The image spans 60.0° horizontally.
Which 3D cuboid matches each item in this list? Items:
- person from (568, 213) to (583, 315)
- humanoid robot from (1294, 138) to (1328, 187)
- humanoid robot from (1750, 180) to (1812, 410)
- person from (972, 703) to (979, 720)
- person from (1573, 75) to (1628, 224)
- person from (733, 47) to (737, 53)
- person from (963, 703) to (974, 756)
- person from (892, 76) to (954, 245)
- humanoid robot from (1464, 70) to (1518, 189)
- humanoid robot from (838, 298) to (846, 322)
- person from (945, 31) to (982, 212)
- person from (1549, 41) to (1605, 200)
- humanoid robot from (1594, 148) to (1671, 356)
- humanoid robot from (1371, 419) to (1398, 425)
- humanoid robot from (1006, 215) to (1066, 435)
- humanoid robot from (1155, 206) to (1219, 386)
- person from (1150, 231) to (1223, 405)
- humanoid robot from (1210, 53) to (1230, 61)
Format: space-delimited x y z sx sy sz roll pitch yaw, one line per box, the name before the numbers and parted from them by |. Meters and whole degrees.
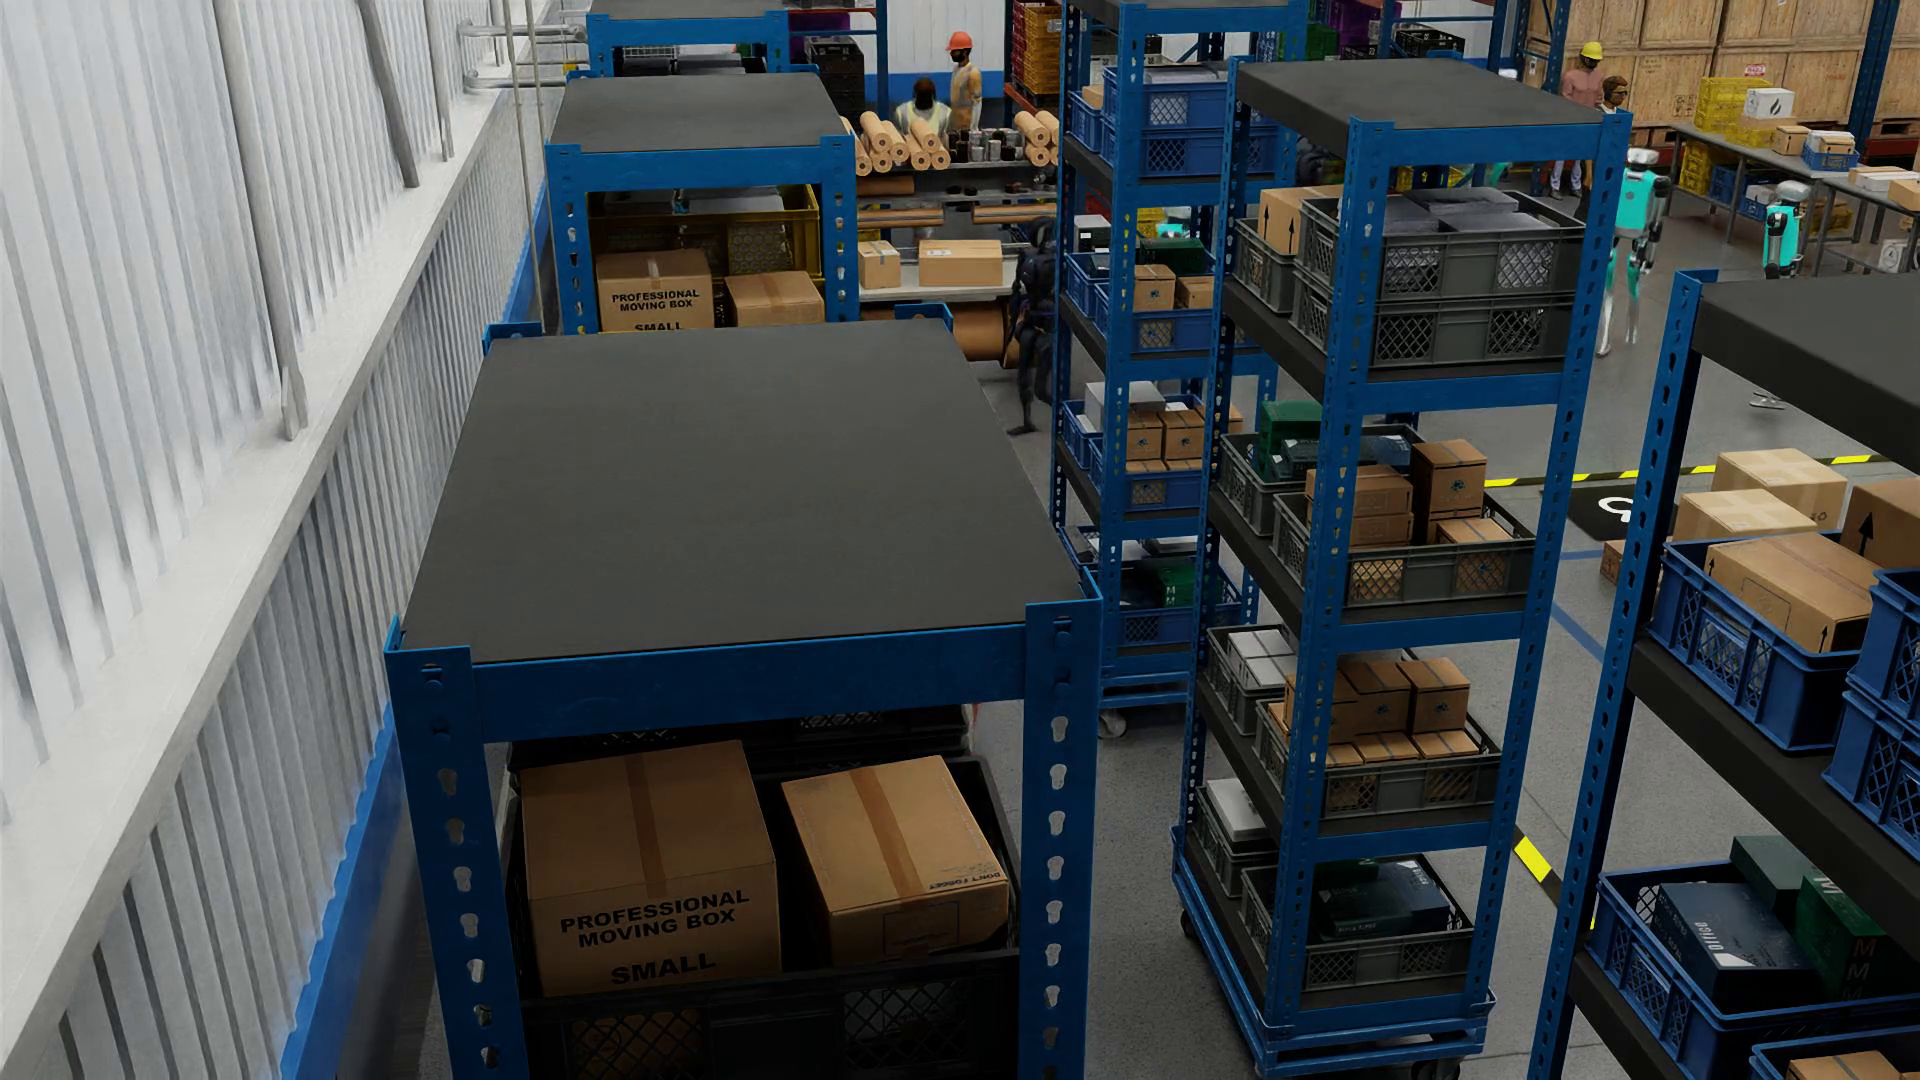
person | -2.734 -1.878 12.486 0.332 1.858 0.510 22 33 40
humanoid robot | 3.016 -2.896 14.913 0.470 1.648 0.620 -3 25 -7
humanoid robot | 6.204 -1.771 12.231 0.735 1.677 0.533 16 29 31
person | -0.025 0.147 8.029 0.585 1.902 0.461 -1 25 -2
person | 6.253 -3.619 16.297 0.338 1.838 0.506 22 32 39
person | -2.170 -4.182 17.349 0.727 1.976 0.685 7 26 15
person | -0.083 0.285 7.810 0.407 1.832 0.569 -11 27 -23
person | -0.371 -3.696 16.489 0.624 1.812 0.816 0 25 1
humanoid robot | 5.462 -3.988 17.298 0.541 1.847 0.806 -2 25 -5
humanoid robot | -0.884 -1.047 10.922 0.714 1.629 0.608 -23 33 -40
person | 0.022 -4.587 18.273 0.373 1.935 0.549 -11 27 -23
person | 7.003 -4.730 18.800 0.522 1.761 0.337 -6 25 -12
humanoid robot | 5.530 -2.345 13.746 0.546 1.871 0.816 16 29 31
humanoid robot | 2.970 -1.595 12.126 0.750 1.629 0.605 -4 25 -9
humanoid robot | 0.596 -1.533 11.944 0.438 1.645 0.595 -19 31 -35
humanoid robot | 1.678 -1.502 11.907 0.657 1.884 0.552 4 25 8
person | 1.458 -1.096 10.786 0.588 1.853 0.394 -3 25 -7
humanoid robot | 2.561 -4.277 17.941 0.757 1.858 0.543 -8 26 -18
